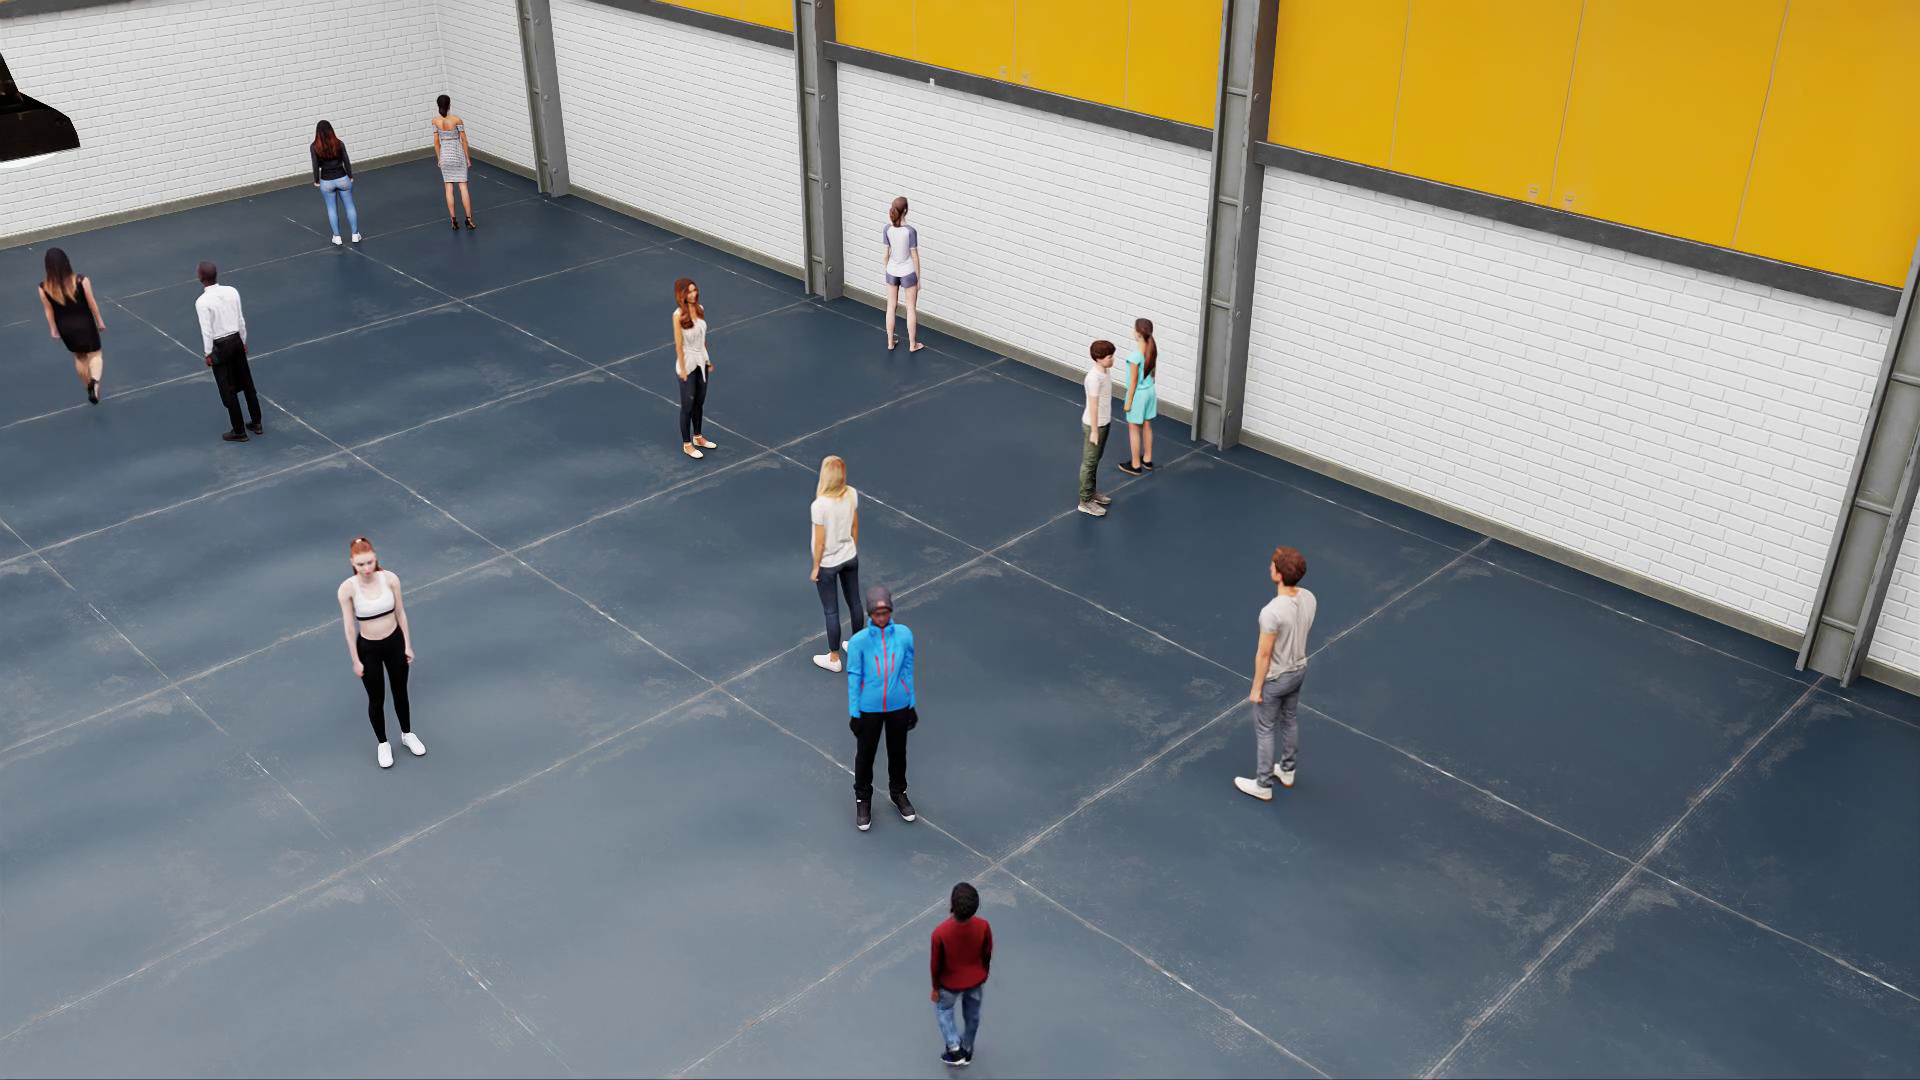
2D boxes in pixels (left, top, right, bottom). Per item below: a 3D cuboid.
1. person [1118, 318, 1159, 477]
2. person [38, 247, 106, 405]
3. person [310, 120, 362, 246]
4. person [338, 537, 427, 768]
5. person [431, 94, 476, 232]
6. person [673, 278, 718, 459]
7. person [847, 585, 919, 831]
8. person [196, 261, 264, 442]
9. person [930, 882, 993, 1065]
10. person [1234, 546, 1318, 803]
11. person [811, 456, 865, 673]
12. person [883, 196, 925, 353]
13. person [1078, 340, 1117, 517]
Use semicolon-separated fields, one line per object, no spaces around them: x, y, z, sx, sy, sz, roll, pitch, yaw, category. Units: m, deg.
1.719;-1.376;15.835;0.538;1.558;0.509;-25;37;-38;person
-9.058;-2.135;17.082;0.892;1.696;1.021;-9;30;-16;person
-8.221;-4.715;21.877;0.714;1.634;0.690;-11;31;-20;person
-4.079;0.774;11.702;0.617;1.742;0.569;-19;34;-31;person
-6.811;-5.071;22.332;0.669;1.822;0.728;-1;29;-1;person
-2.617;-1.691;16.177;0.605;1.784;0.646;16;32;27;person
-0.516;1.094;11.061;0.698;1.794;0.688;-9;30;-16;person
-7.253;-1.874;16.457;0.638;1.837;0.696;14;32;24;person
0.023;2.437;9.166;0.606;1.250;0.639;-9;30;-16;person
2.176;0.910;11.293;0.658;1.893;0.556;-23;36;-35;person
-0.934;0.173;12.733;0.587;1.809;0.492;-24;37;-37;person
-0.652;-2.962;18.524;0.631;1.767;0.727;9;30;16;person
1.244;-1.050;15.137;0.660;1.654;0.646;10;30;18;person
